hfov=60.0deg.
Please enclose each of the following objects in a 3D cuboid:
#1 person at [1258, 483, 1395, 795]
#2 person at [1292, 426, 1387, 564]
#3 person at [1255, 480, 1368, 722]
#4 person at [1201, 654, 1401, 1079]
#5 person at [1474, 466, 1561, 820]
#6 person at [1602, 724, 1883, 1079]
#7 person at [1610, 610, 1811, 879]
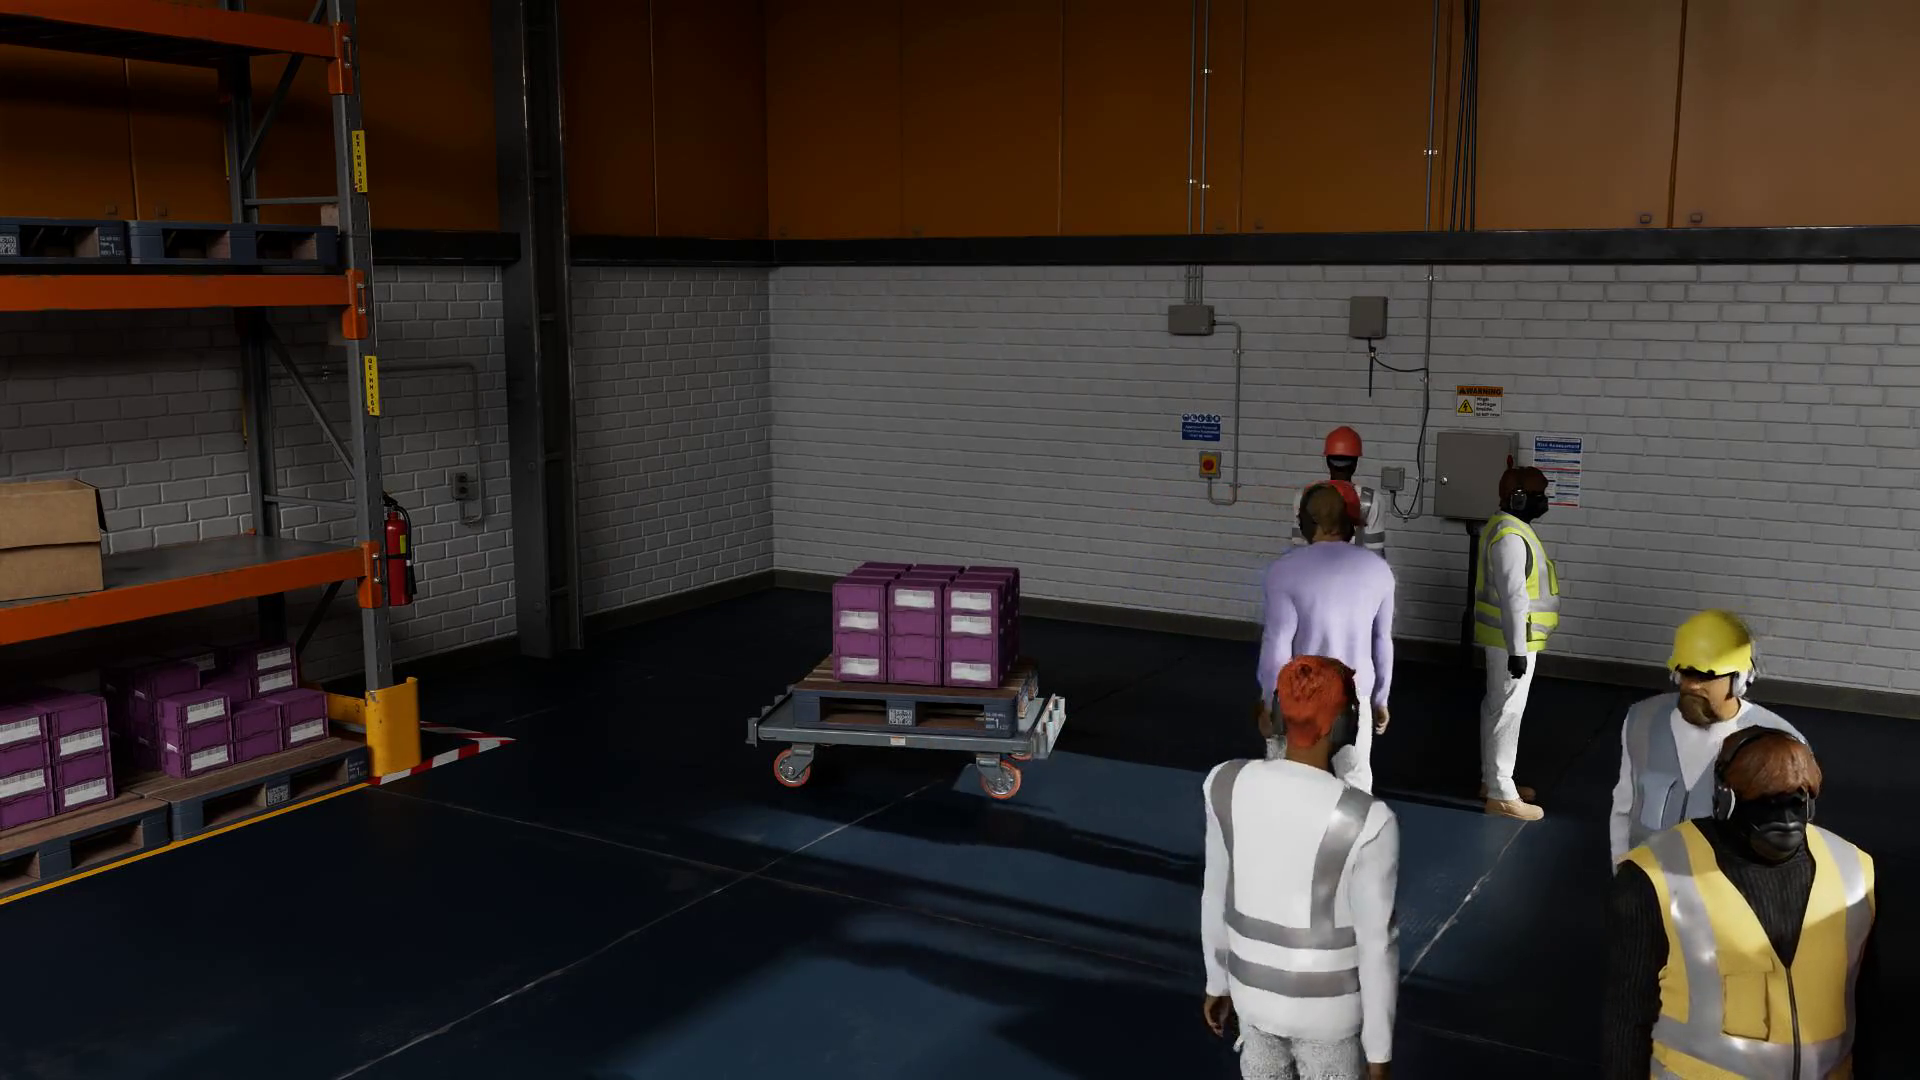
[{"bbox_3d":[1.629,0.708,7.457,0.651,1.908,0.610,-3,9,-16],"label":"person"},{"bbox_3d":[2.263,0.287,9.954,0.552,1.934,0.363,3,10,20],"label":"person"},{"bbox_3d":[1.579,0.663,7.759,0.595,1.884,0.582,3,10,18],"label":"person"},{"bbox_3d":[0.845,1.223,4.328,0.592,1.867,0.635,8,12,41],"label":"person"},{"bbox_3d":[2.923,0.527,8.755,0.429,1.844,0.626,2,9,14],"label":"person"},{"bbox_3d":[1.799,1.319,3.839,0.626,1.837,0.429,0,9,-2],"label":"person"},{"bbox_3d":[2.317,1.107,5.228,0.595,1.819,0.410,8,12,42],"label":"person"}]
